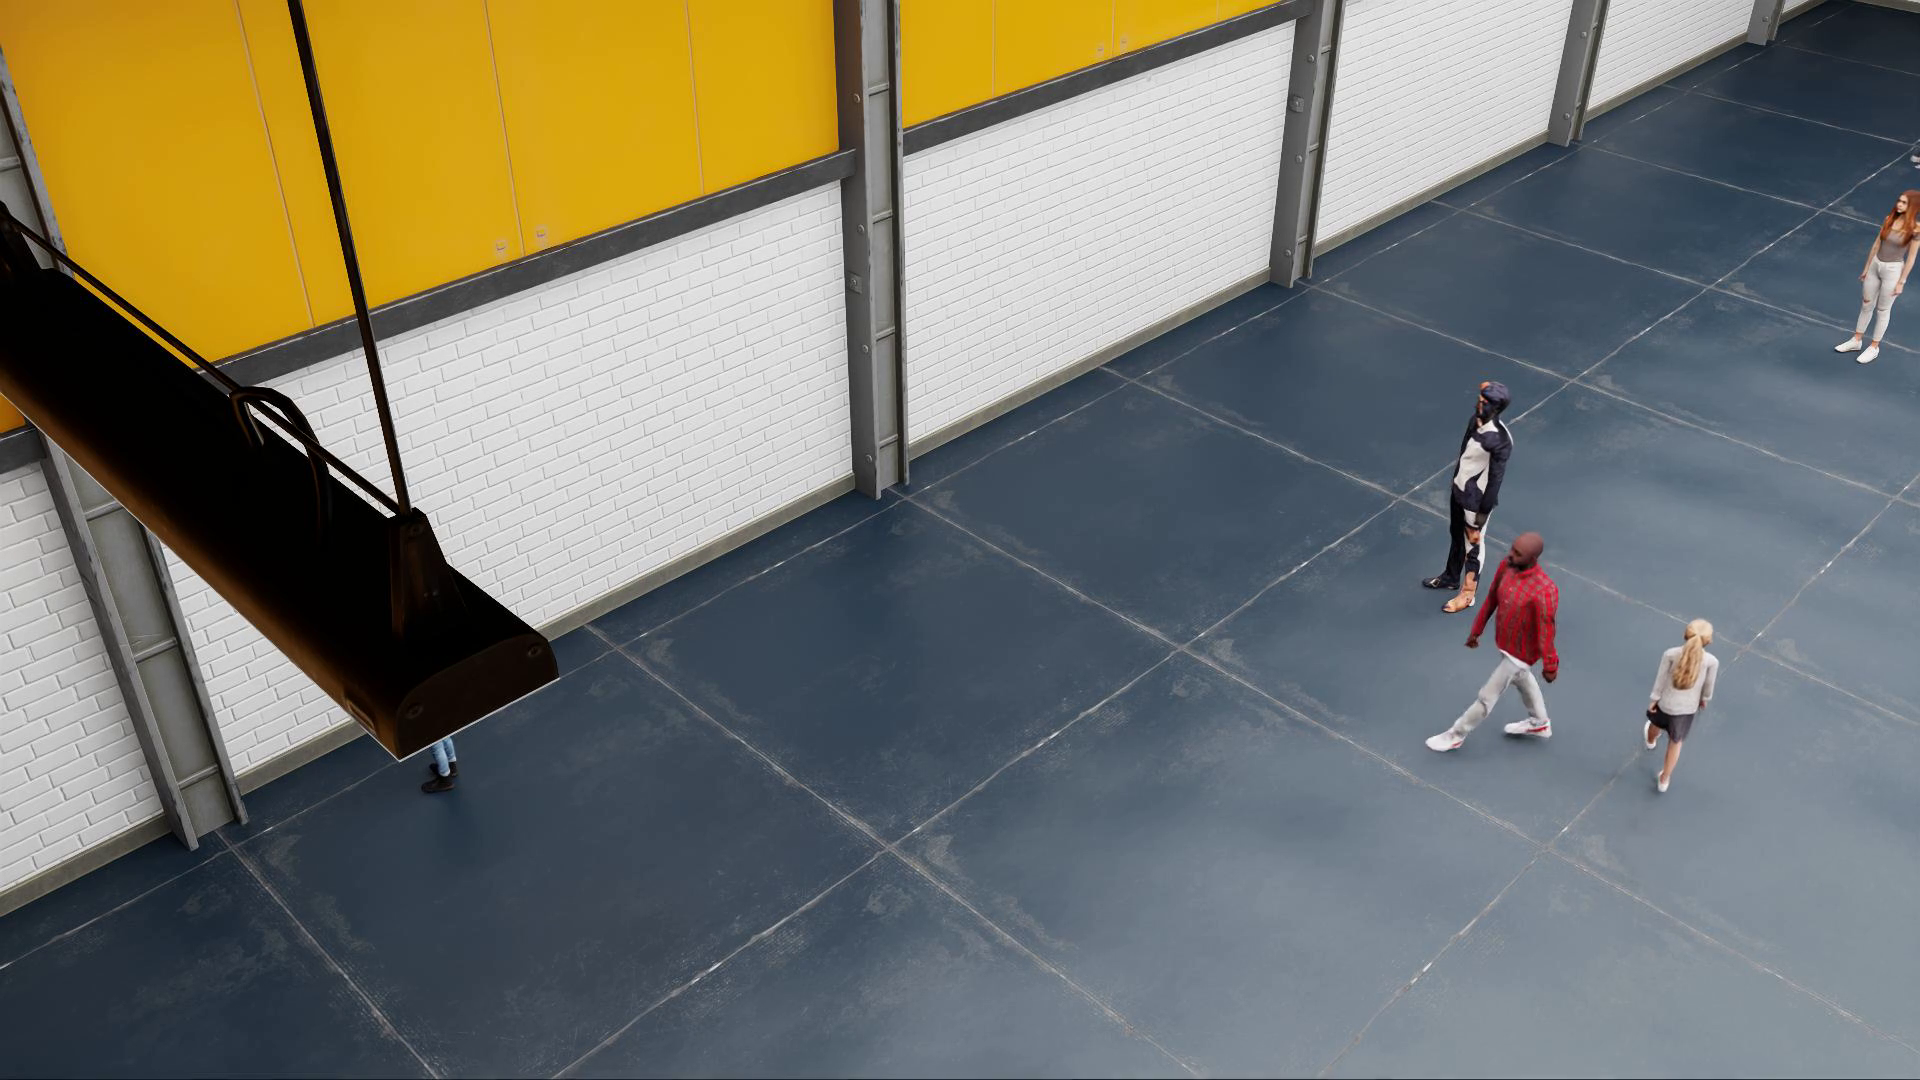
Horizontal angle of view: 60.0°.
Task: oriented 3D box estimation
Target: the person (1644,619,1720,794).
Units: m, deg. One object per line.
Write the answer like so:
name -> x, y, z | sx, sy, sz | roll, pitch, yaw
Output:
person -> 4.723, 1.102, 10.939 | 0.746, 1.244, 0.933 | 12, 35, 17

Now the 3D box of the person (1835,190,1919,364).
person -> 8.913, -2.550, 15.998 | 0.633, 1.724, 0.659 | -14, 36, -20

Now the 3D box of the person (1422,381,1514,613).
person -> 3.872, -0.341, 12.522 | 0.797, 1.893, 0.778 | -6, 34, -8

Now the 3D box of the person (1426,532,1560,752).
person -> 3.783, 0.692, 11.075 | 1.282, 1.775, 1.125 | -5, 34, -7
